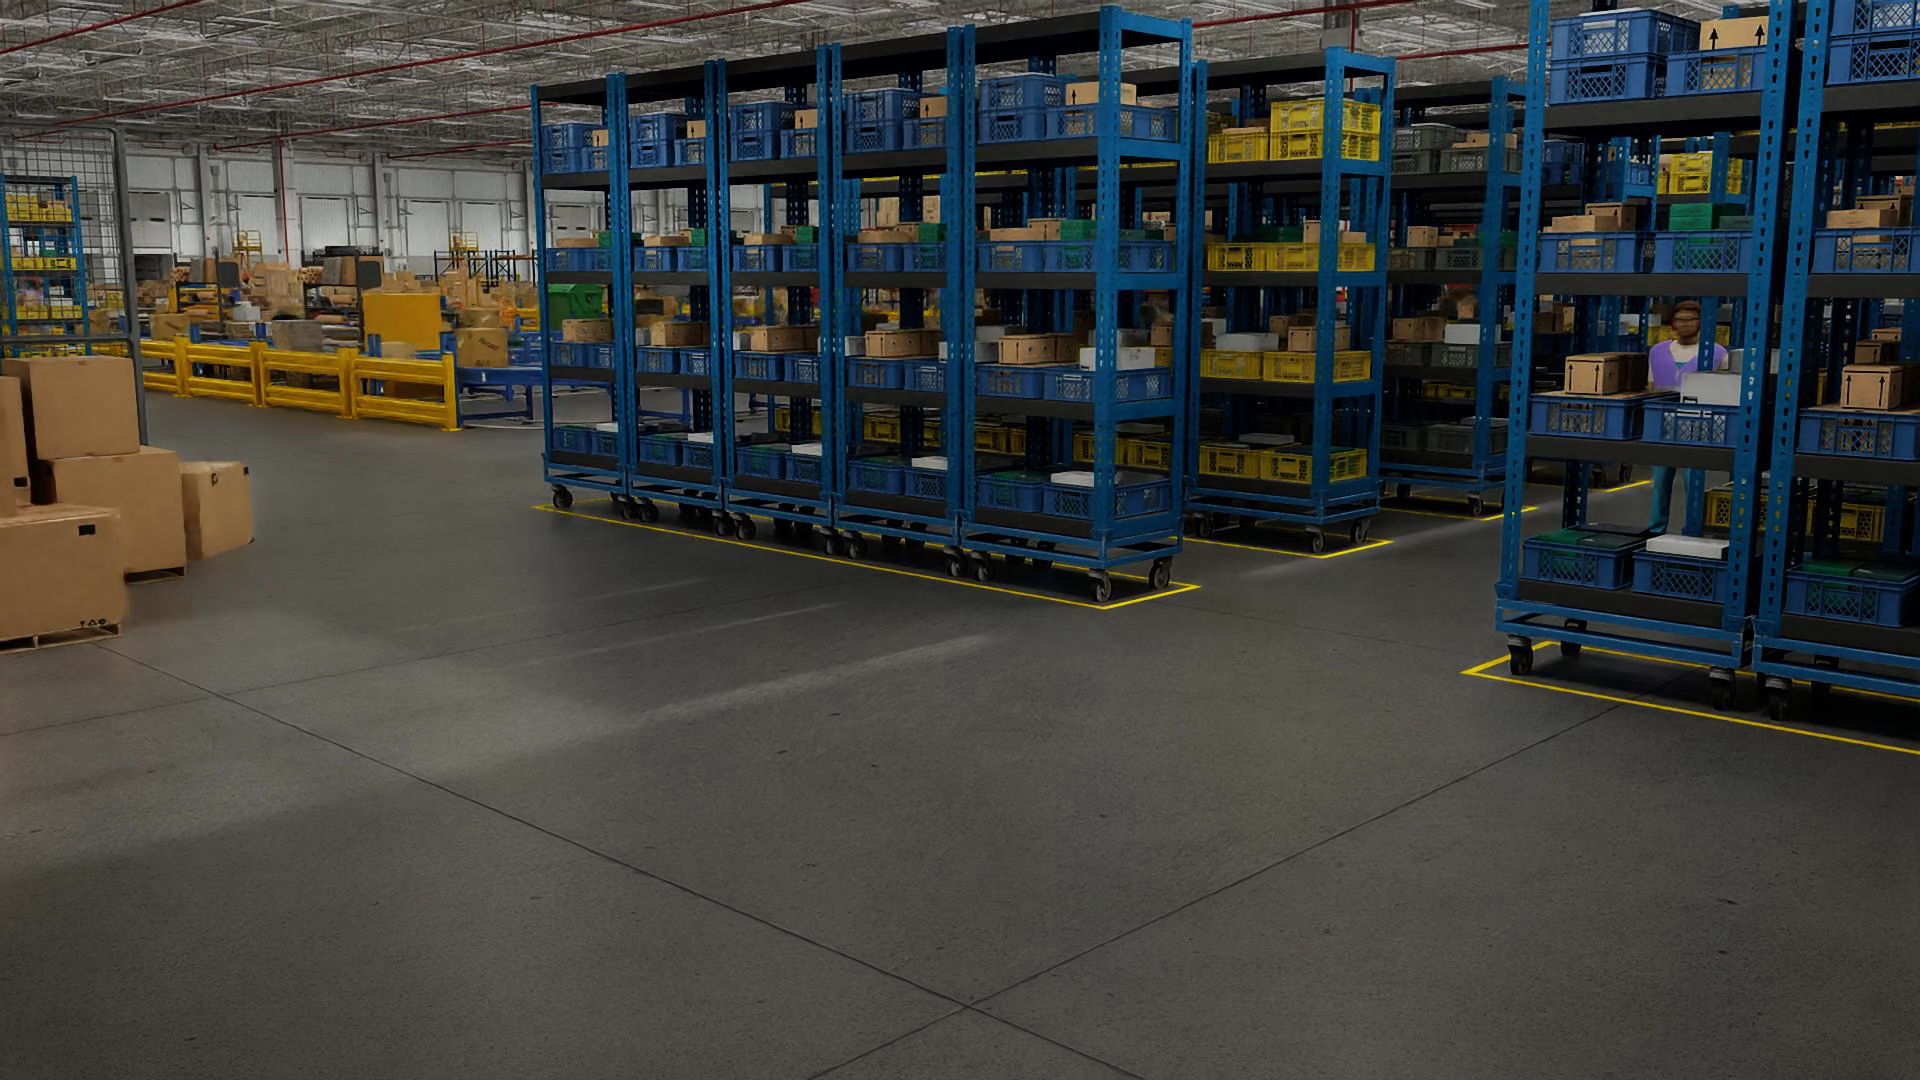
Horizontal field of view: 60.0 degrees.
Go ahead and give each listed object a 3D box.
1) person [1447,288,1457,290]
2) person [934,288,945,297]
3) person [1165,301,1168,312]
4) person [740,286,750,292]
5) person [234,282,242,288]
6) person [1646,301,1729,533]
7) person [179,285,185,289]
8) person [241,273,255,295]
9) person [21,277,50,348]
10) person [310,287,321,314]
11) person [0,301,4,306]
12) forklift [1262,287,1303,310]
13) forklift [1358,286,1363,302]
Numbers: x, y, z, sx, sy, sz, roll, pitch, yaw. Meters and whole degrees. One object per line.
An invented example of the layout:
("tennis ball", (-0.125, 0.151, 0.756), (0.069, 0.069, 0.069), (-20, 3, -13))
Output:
("person", (18.648, -9.040, 63.180), (0.501, 1.633, 0.285), (-5, 11, -30))
("person", (-0.699, -8.125, 56.721), (0.583, 1.904, 0.836), (-9, 13, -42))
("person", (4.681, -4.657, 35.997), (0.544, 1.733, 0.746), (6, 11, 35))
("person", (-8.210, -9.201, 63.236), (0.361, 1.940, 0.543), (-9, 13, -43))
("person", (-24.516, -8.035, 56.622), (0.534, 1.766, 0.324), (0, 9, 2))
("person", (5.177, -0.786, 11.927), (0.569, 1.844, 0.378), (9, 13, 44))
("person", (-41.368, -13.267, 88.362), (0.603, 1.882, 0.979), (6, 11, 32))
("person", (-23.662, -7.894, 55.228), (0.552, 1.934, 0.373), (4, 10, 24))
("person", (-19.895, -4.748, 35.777), (0.957, 2.013, 0.609), (0, 9, -2))
("person", (-22.379, -8.308, 57.823), (0.396, 1.919, 0.590), (-8, 12, -40))
("person", (-45.861, -11.790, 79.081), (0.978, 1.957, 0.612), (-5, 10, -26))
("forklift", (10.769, -8.203, 54.240), (1.129, 2.768, 1.873), (8, 12, 42))
("forklift", (11.100, -7.017, 46.970), (1.873, 2.768, 1.129), (9, 13, 43))
